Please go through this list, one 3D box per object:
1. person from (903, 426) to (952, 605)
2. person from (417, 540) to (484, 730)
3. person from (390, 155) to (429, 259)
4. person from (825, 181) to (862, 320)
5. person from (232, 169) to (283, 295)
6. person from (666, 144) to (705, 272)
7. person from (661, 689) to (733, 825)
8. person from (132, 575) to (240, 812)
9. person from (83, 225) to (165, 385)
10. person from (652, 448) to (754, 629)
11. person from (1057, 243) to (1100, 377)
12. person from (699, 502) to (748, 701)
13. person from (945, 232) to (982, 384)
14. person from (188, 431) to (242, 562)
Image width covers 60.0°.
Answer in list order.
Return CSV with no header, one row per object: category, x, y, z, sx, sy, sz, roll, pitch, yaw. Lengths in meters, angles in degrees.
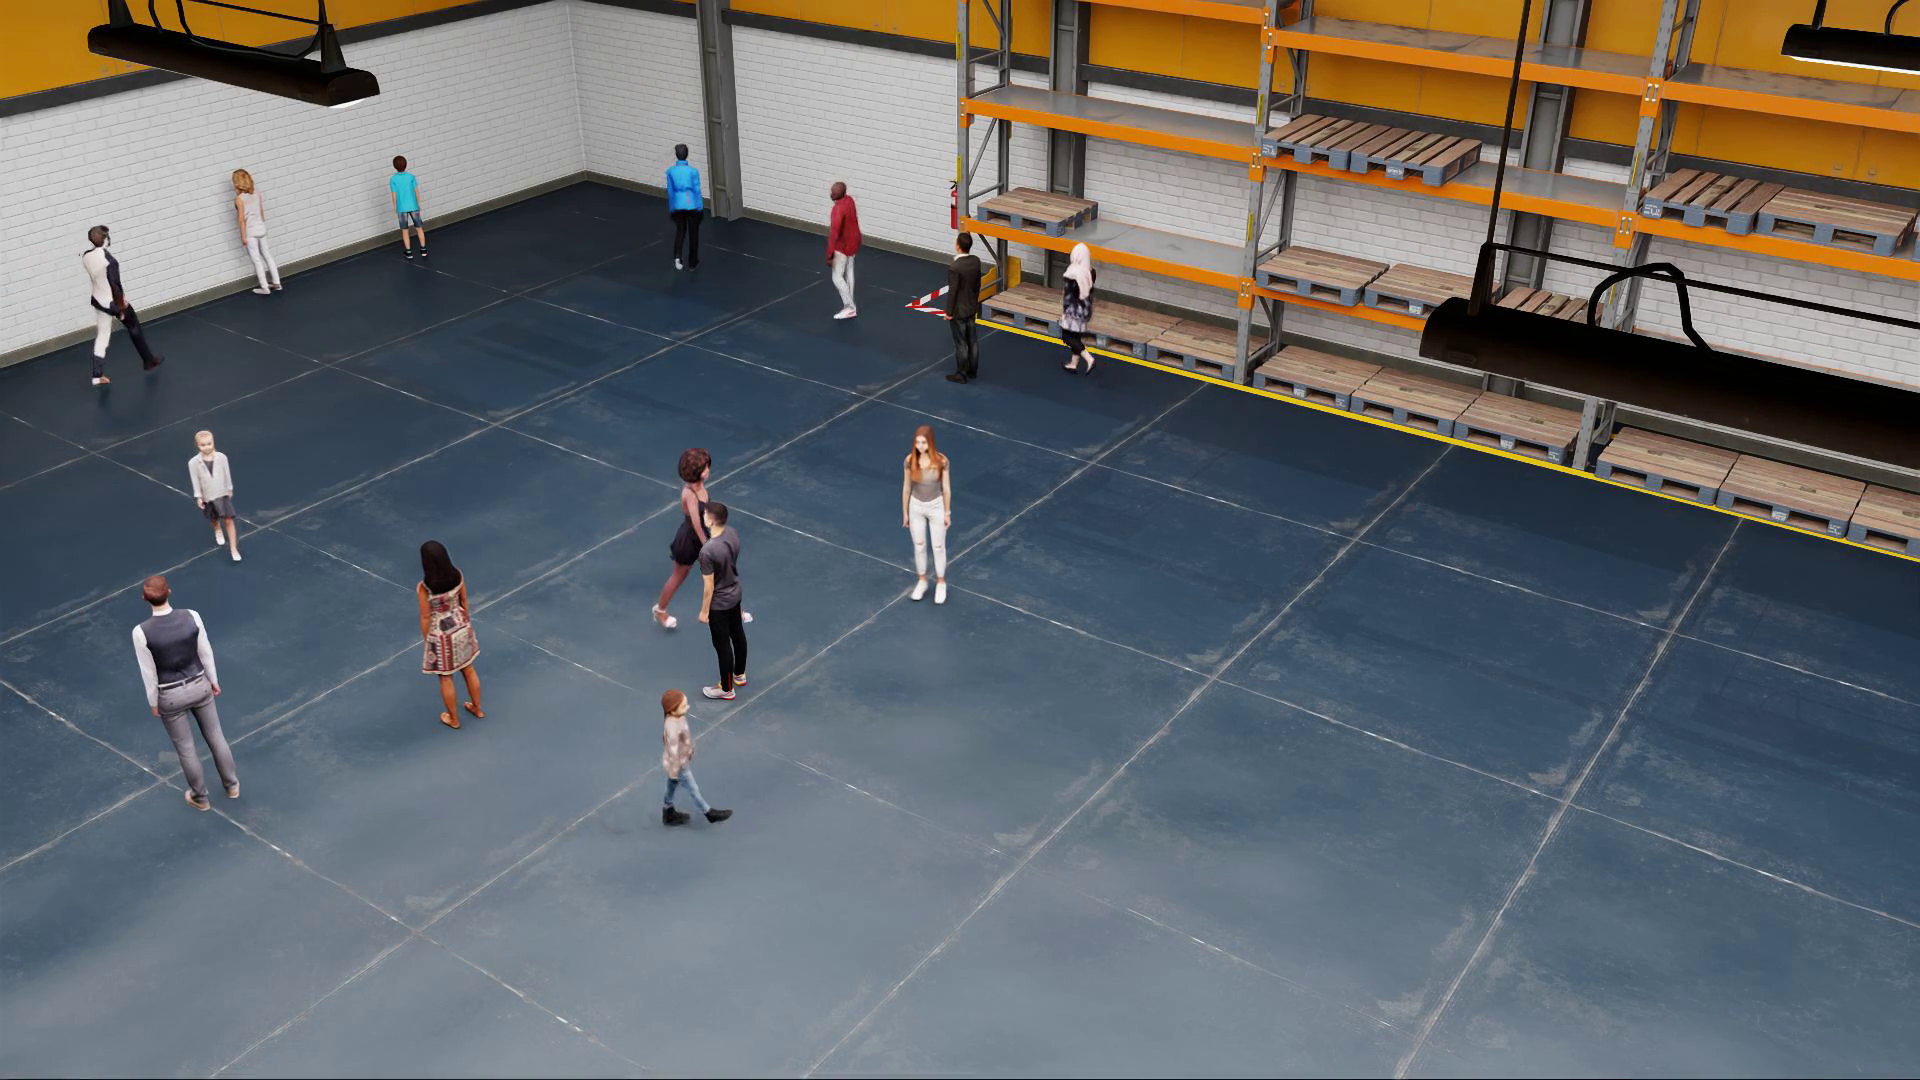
person,-0.285,-0.255,14.969,0.608,1.716,0.727,4,29,8
person,-4.067,0.740,13.219,0.532,1.644,0.658,21,35,33
person,-7.774,-4.701,23.398,0.597,1.448,0.614,-13,31,-23
person,-1.458,-3.772,21.338,0.669,1.790,0.817,23,36,36
person,-9.355,-4.096,22.064,0.603,1.665,0.627,11,31,20
person,-3.756,-4.494,22.670,0.875,1.782,0.868,4,29,8
person,-2.113,1.600,12.132,0.832,1.175,0.748,-2,29,-4
person,-5.711,1.112,12.231,0.717,1.938,0.649,-22,35,-34
person,-9.916,-2.678,19.273,1.256,1.847,0.986,9,30,16
person,-2.394,0.037,14.412,1.179,1.736,0.936,3,29,6
person,1.428,-2.655,19.465,0.875,1.623,0.703,25,37,38
person,-1.934,0.481,13.569,0.625,1.765,0.680,11,30,19
person,0.046,-2.716,19.387,0.562,1.805,0.690,22,36,35
person,-7.110,-0.459,15.828,0.787,1.250,0.953,-12,31,-21
